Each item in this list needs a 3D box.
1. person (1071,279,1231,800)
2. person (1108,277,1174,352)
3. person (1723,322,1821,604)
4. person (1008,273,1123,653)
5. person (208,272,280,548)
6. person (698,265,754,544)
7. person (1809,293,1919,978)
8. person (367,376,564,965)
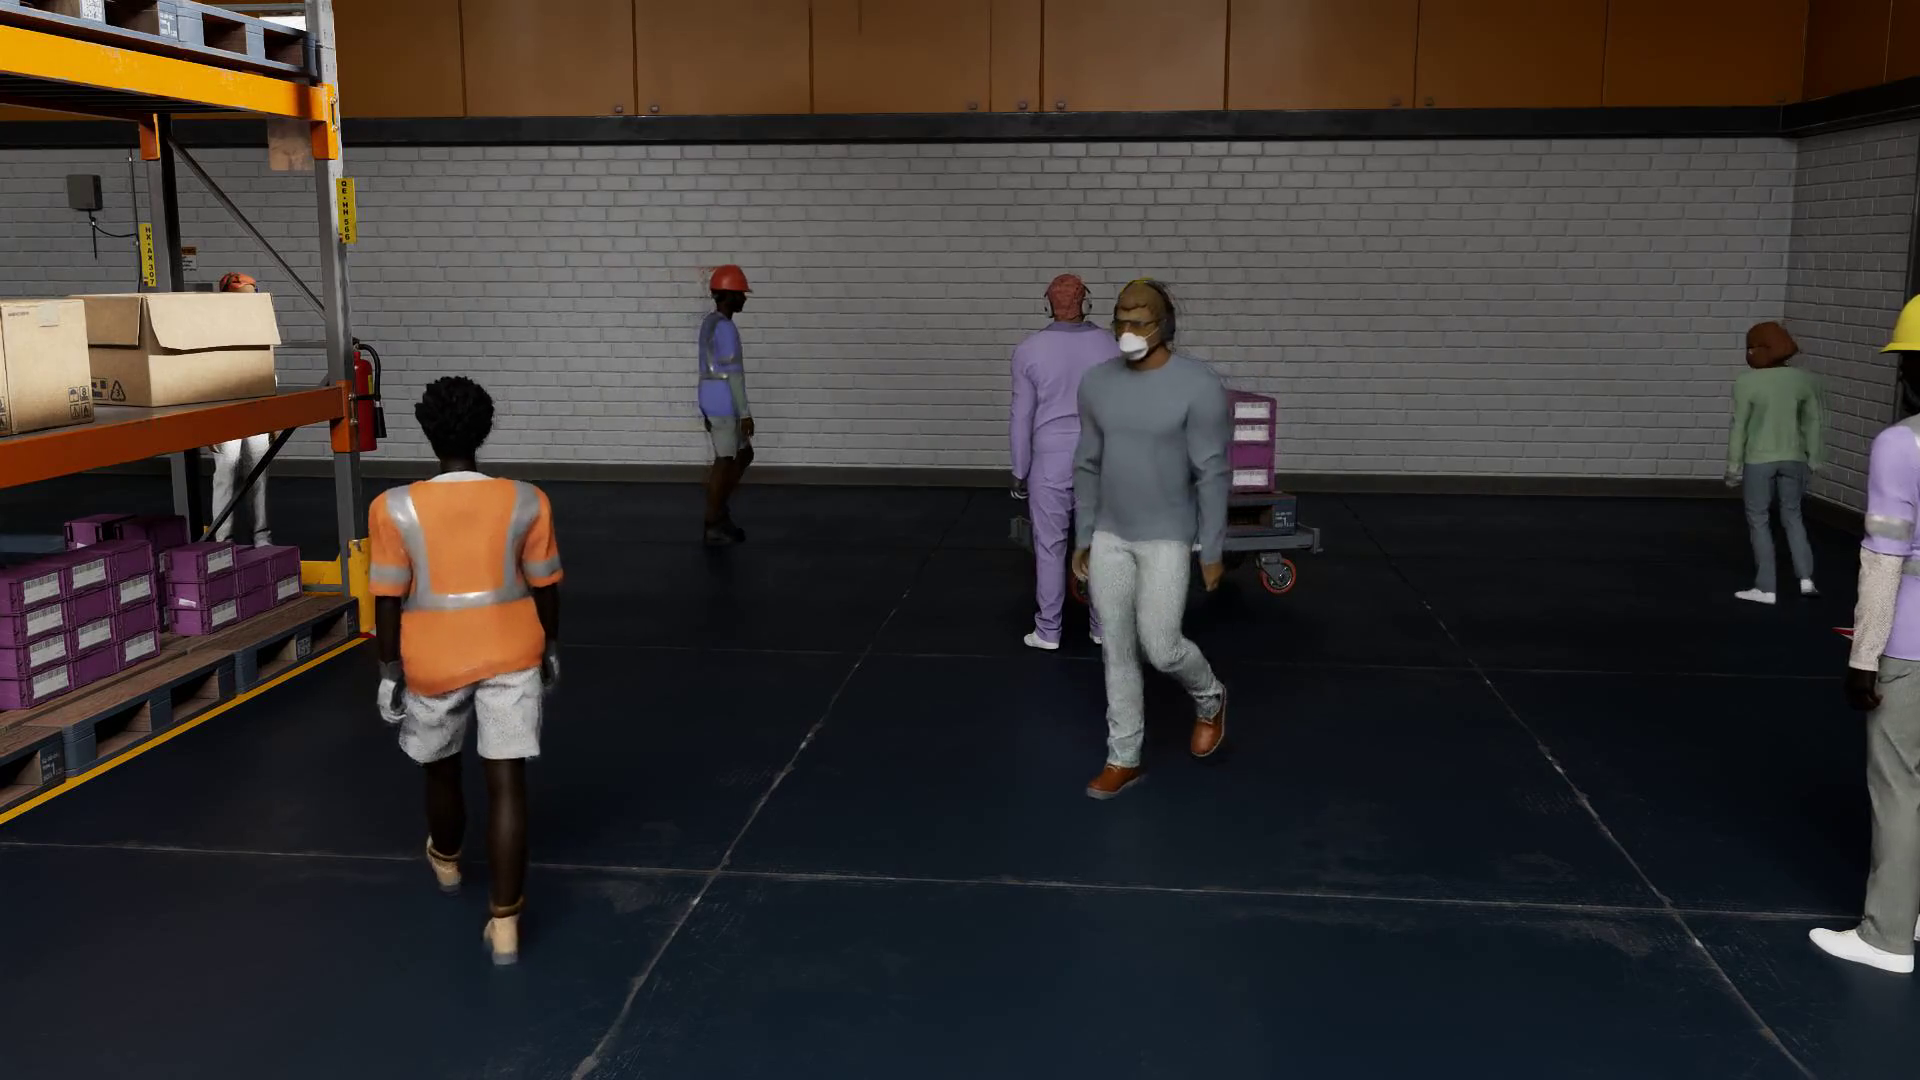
[{"bbox_3d":[0.735,-0.007,6.206,0.636,1.923,0.610,8,13,40],"label":"person"},{"bbox_3d":[1.261,-0.883,11.461,0.598,1.832,0.404,9,13,41],"label":"person"},{"bbox_3d":[4.645,-0.426,9.471,0.552,1.616,0.404,-1,10,-7],"label":"person"},{"bbox_3d":[0.543,-0.382,8.396,0.643,1.905,0.400,-2,10,-14],"label":"person"},{"bbox_3d":[-4.559,-0.747,10.559,0.359,1.880,0.575,5,11,27],"label":"person"},{"bbox_3d":[-1.592,-0.912,11.402,0.482,1.919,0.553,-3,10,-16],"label":"person"},{"bbox_3d":[2.711,0.260,4.679,0.588,1.918,0.397,-4,11,-23],"label":"person"},{"bbox_3d":[-1.449,0.345,4.918,0.552,1.650,0.842,-4,11,-20],"label":"person"}]
